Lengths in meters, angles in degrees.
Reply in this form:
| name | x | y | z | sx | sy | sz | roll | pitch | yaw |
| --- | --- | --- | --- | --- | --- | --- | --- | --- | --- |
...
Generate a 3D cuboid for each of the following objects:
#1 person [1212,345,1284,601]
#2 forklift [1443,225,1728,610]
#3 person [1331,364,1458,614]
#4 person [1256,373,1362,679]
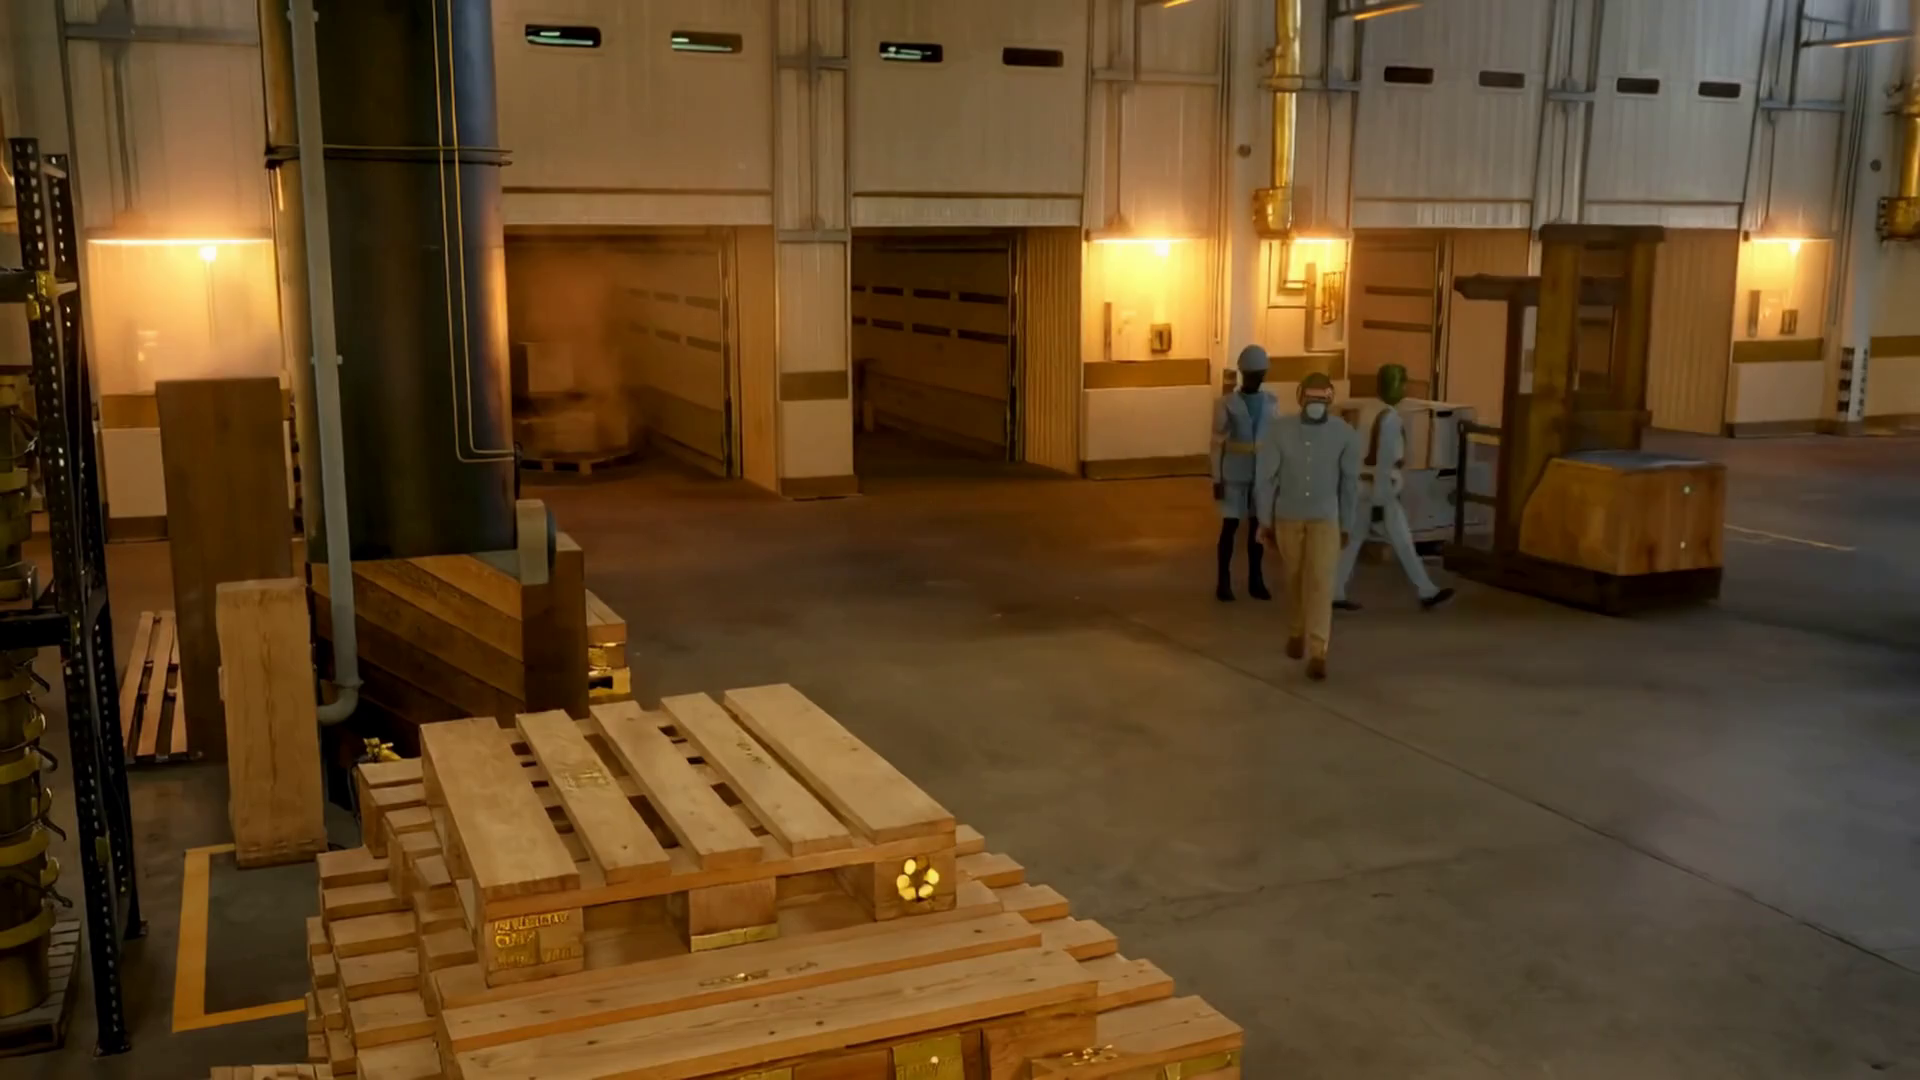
| name | x | y | z | sx | sy | sz | roll | pitch | yaw |
| --- | --- | --- | --- | --- | --- | --- | --- | --- | --- |
| person | 2.178 | -0.496 | 12.545 | 0.554 | 1.933 | 0.378 | -2 | 10 | -9 |
| forklift | 4.841 | -1.011 | 12.756 | 1.129 | 2.768 | 1.873 | -4 | 11 | -23 |
| person | 3.120 | -0.356 | 12.057 | 0.999 | 1.827 | 0.568 | -2 | 10 | -10 |
| person | 2.190 | -0.103 | 10.508 | 0.640 | 1.883 | 1.029 | 3 | 11 | 14 |
